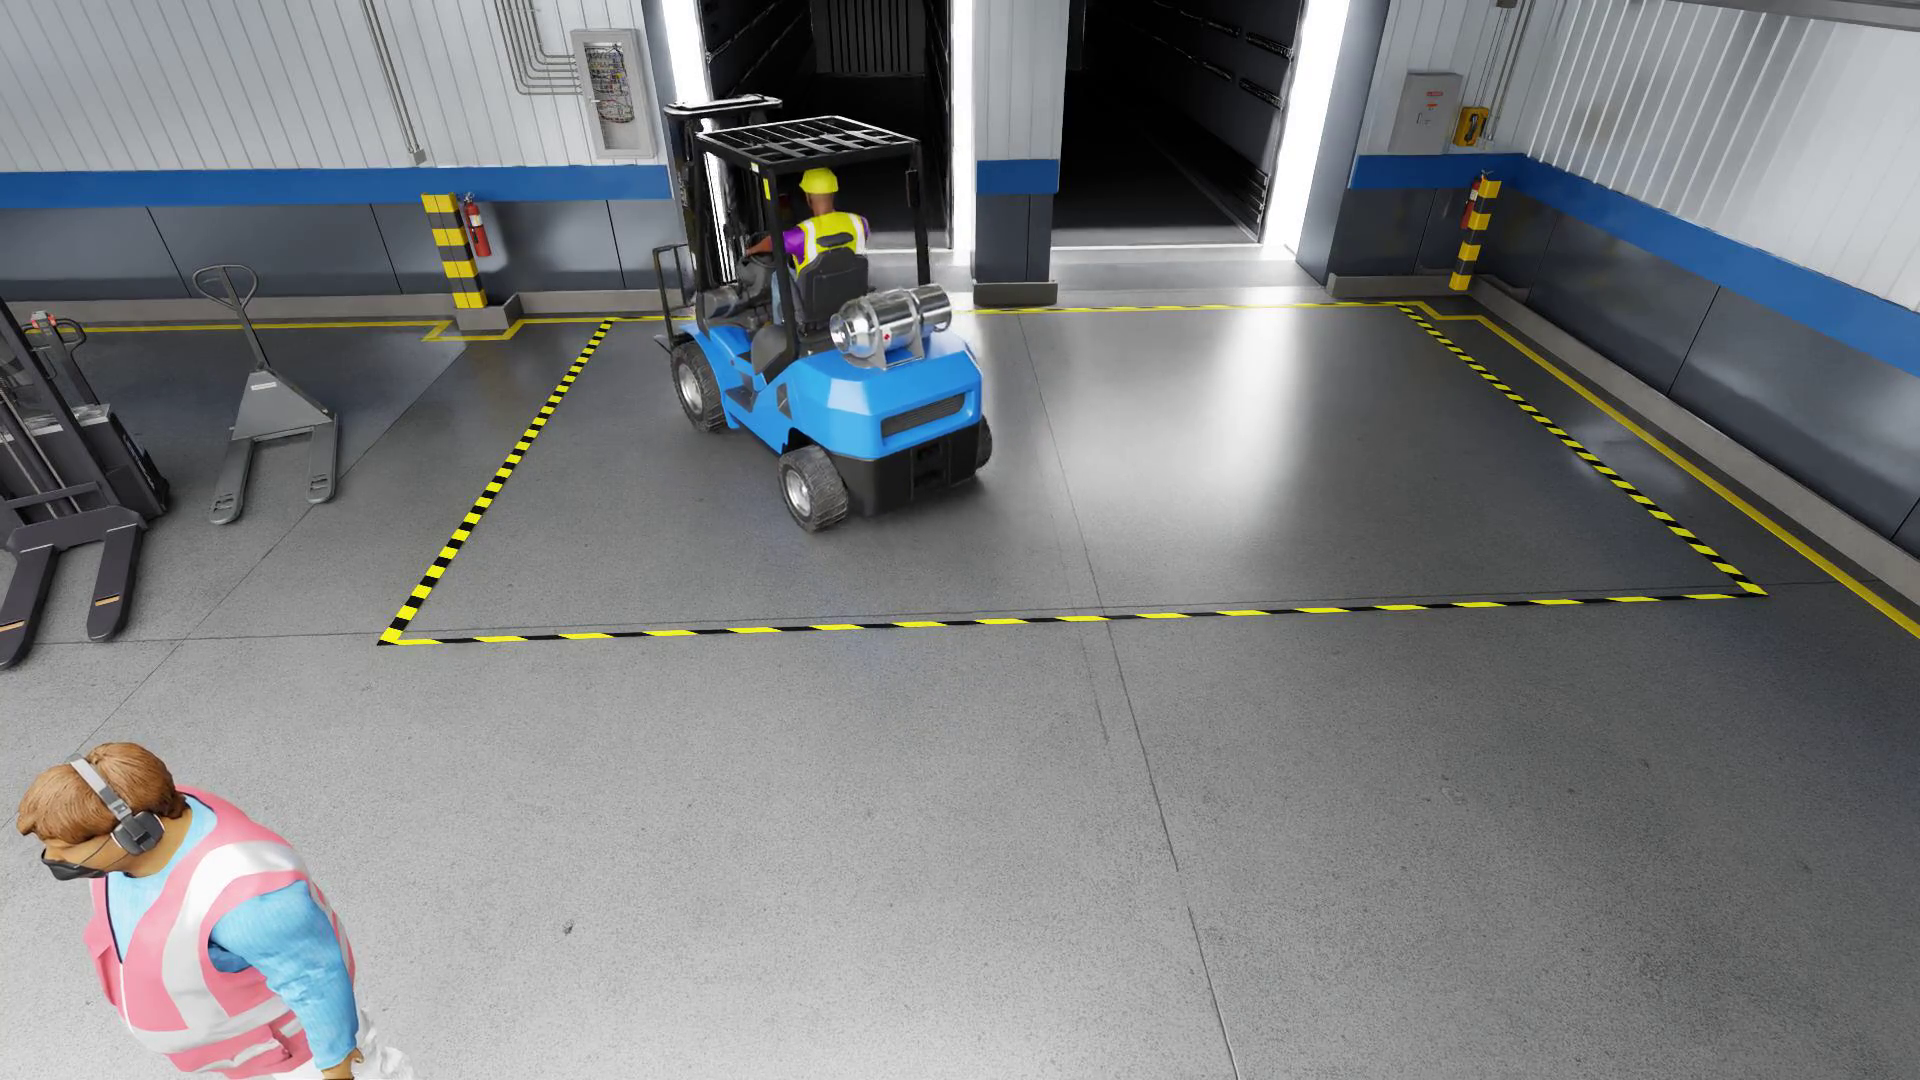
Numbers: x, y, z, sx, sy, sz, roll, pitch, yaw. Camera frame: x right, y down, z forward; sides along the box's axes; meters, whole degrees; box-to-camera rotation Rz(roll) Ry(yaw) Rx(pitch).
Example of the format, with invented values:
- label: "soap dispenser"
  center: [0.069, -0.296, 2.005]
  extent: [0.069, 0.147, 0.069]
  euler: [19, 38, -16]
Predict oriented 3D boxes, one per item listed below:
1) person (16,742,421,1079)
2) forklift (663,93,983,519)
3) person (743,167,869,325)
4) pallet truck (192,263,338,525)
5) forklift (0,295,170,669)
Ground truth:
- label: "person"
  center: [-1.803, 1.211, 2.385]
  extent: [0.629, 1.843, 0.429]
  euler: [16, 38, 21]
- label: "forklift"
  center: [-0.988, -1.646, 6.045]
  extent: [1.157, 2.036, 2.680]
  euler: [-23, 41, -30]
- label: "person"
  center: [-1.018, -1.830, 5.981]
  extent: [0.635, 1.294, 1.004]
  euler: [-23, 41, -30]
- label: "pallet truck"
  center: [-4.778, -1.027, 6.128]
  extent: [0.680, 1.201, 1.601]
  euler: [-17, 38, -23]
- label: "forklift"
  center: [-5.212, -0.618, 4.878]
  extent: [0.823, 1.965, 1.885]
  euler: [-20, 39, -26]
